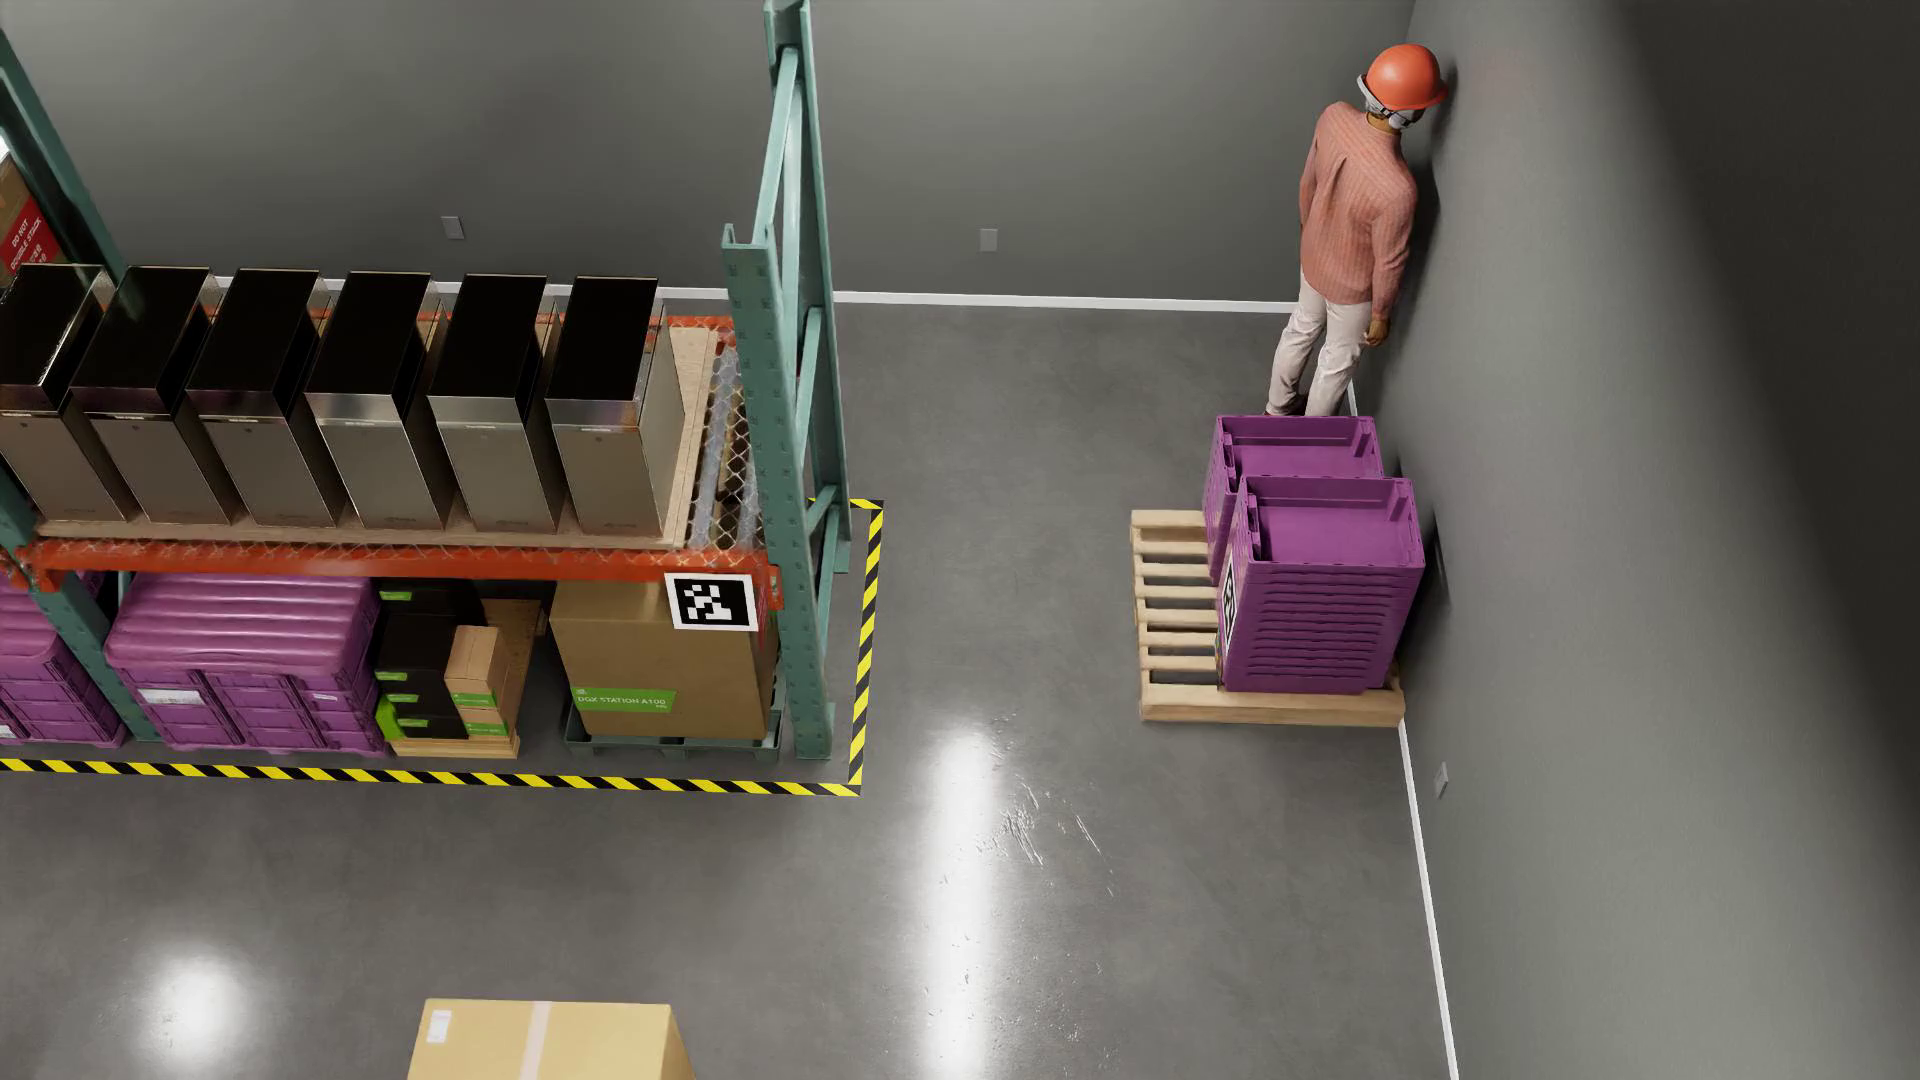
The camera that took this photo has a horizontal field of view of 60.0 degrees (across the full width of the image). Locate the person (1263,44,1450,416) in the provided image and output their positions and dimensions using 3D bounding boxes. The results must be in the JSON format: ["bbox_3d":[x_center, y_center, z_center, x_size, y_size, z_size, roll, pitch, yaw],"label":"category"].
[{"bbox_3d":[1.529,-1.069,6.499,0.397,1.992,0.622,-18,54,-13],"label":"person"}]
